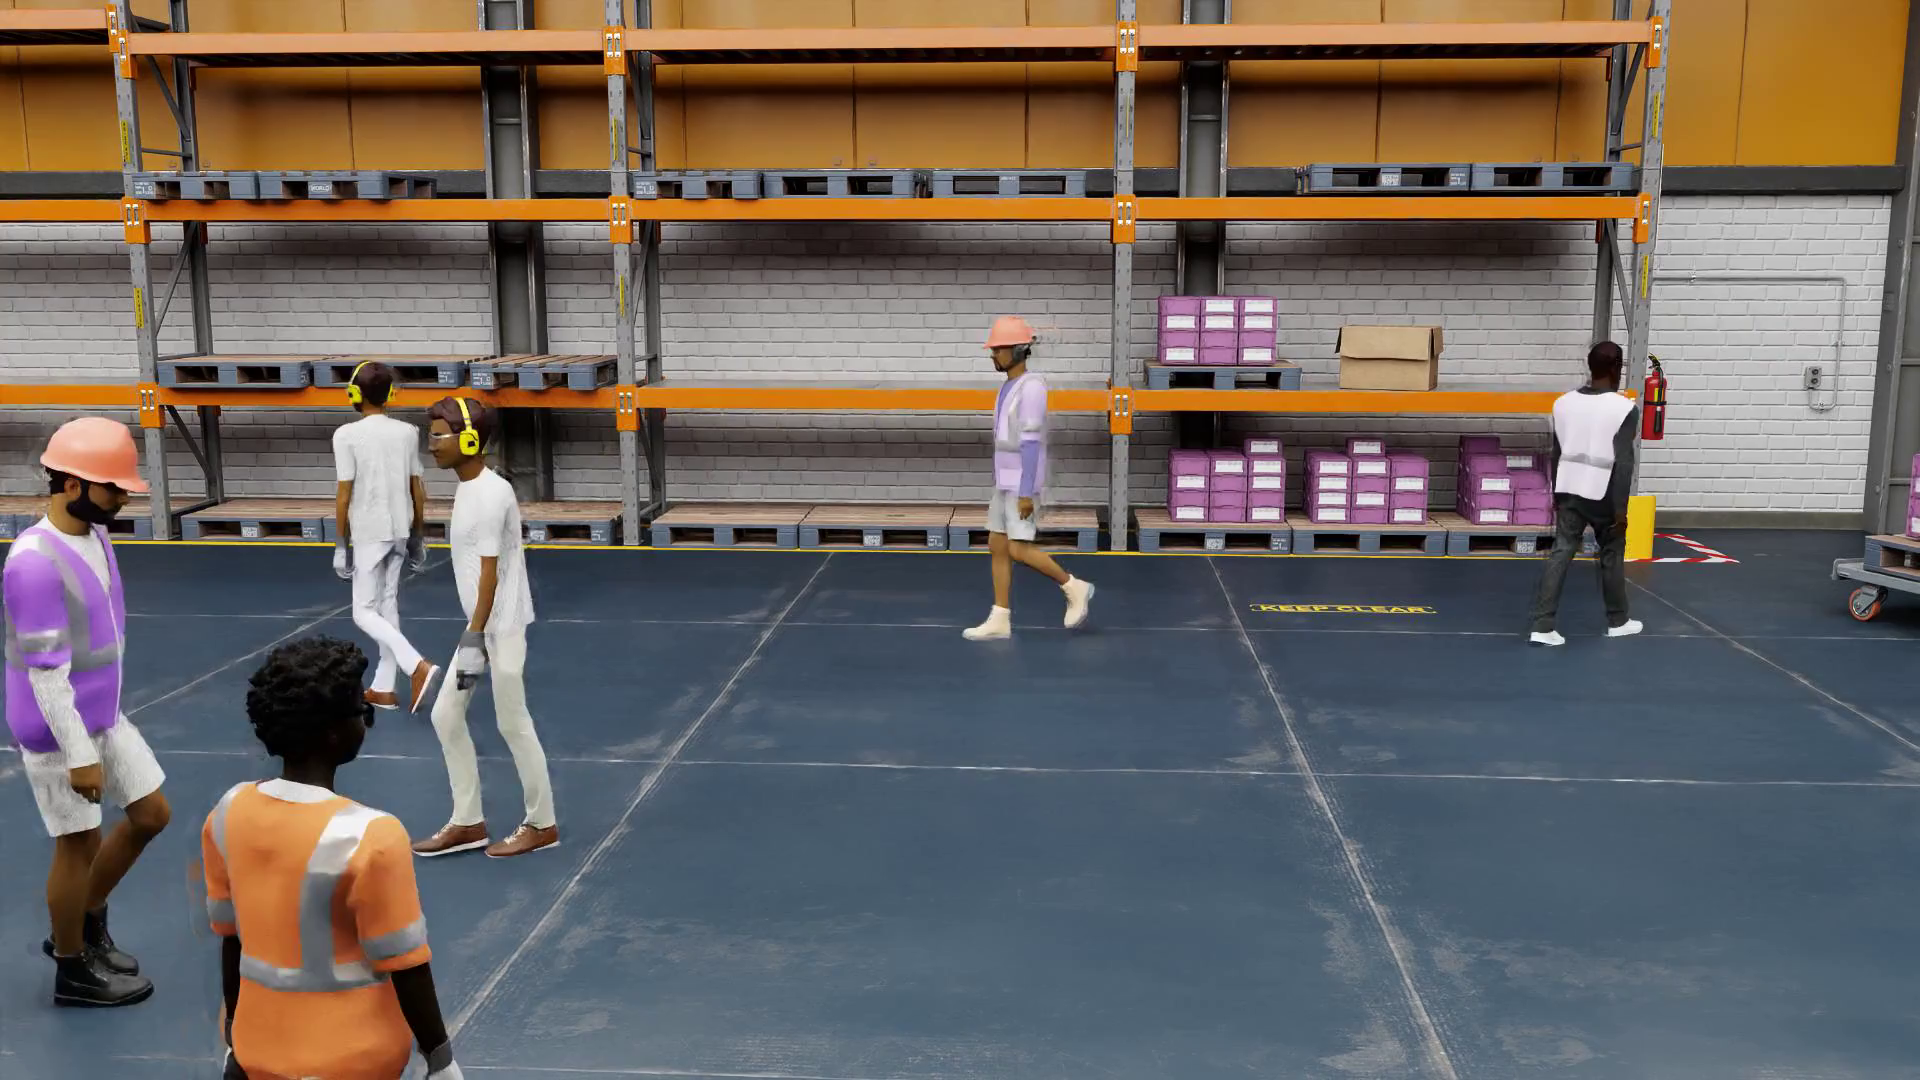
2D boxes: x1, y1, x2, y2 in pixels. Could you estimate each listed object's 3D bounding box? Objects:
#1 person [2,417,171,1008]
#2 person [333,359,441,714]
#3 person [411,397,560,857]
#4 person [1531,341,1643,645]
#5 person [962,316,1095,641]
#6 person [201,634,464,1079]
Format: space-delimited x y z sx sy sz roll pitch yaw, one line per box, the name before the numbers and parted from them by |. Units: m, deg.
person | -2.689 0.565 5.145 0.489 1.895 0.588 -1 10 -5
person | -2.959 0.000 8.581 0.672 1.856 0.526 6 12 32
person | -1.919 0.367 6.486 0.711 1.838 0.574 -6 11 -31
person | 3.879 -0.284 10.225 0.987 1.872 0.605 -7 12 -35
person | 0.419 -0.368 10.266 0.743 2.021 0.623 -3 10 -18
person | -1.271 1.006 3.264 0.535 1.659 0.866 7 12 35
